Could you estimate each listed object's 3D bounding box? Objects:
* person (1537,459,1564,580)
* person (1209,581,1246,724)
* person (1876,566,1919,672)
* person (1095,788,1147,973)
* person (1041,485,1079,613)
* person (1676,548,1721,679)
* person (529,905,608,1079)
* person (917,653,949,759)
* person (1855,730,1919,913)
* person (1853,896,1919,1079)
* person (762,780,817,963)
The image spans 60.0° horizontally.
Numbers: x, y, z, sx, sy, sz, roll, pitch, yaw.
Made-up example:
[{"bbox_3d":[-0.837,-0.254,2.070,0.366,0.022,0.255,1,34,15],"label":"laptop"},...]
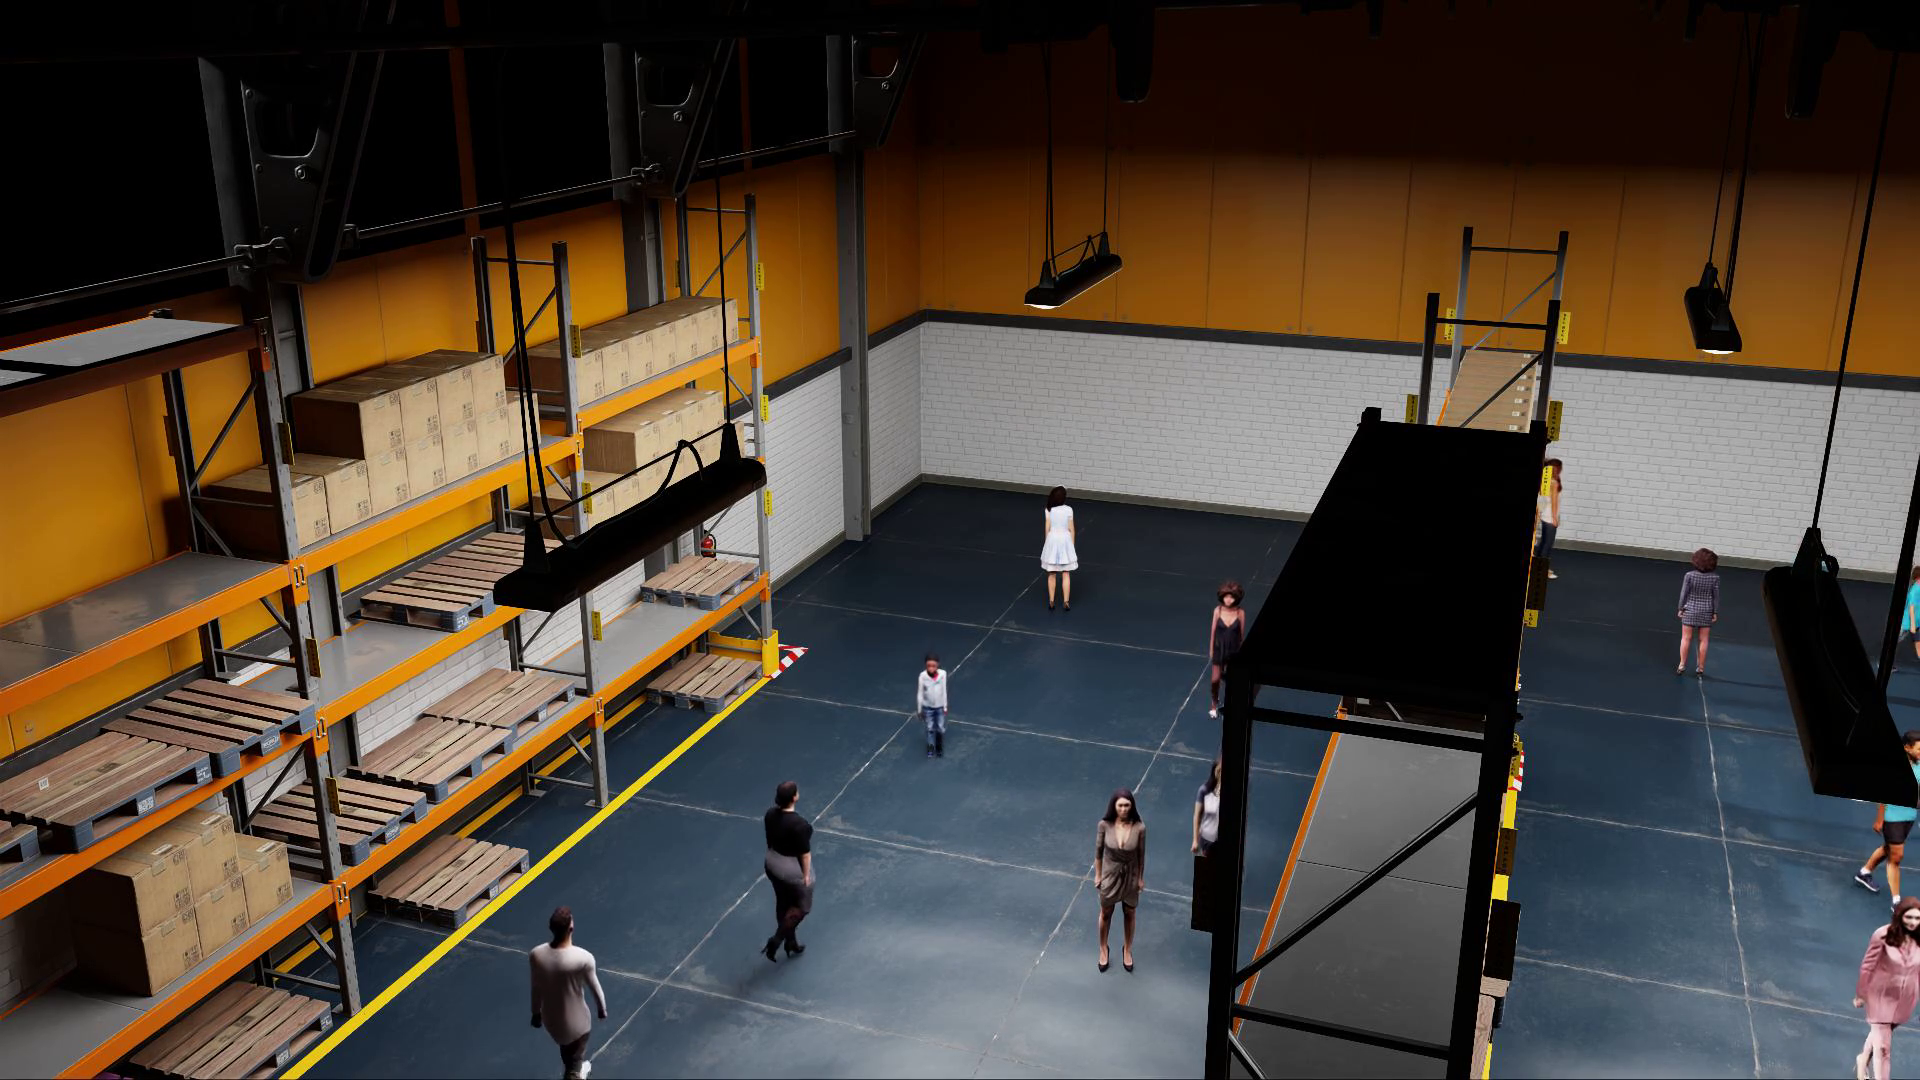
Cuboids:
[{"bbox_3d":[8.614,-0.329,24.389,0.709,1.784,0.553,3,19,8],"label":"person"},{"bbox_3d":[3.148,1.302,19.555,0.614,1.780,0.671,2,19,7],"label":"person"},{"bbox_3d":[11.931,1.005,21.009,0.957,1.414,0.904,-15,24,-37],"label":"person"},{"bbox_3d":[1.403,2.977,14.632,0.641,1.747,0.595,1,19,4],"label":"person"},{"bbox_3d":[1.376,0.121,23.000,0.731,1.818,0.756,4,19,11],"label":"person"},{"bbox_3d":[9.242,0.915,20.827,0.605,1.702,0.531,7,20,20],"label":"person"},{"bbox_3d":[-2.997,3.644,12.545,0.782,1.815,1.008,4,19,11],"label":"person"},{"bbox_3d":[-0.296,1.839,18.793,0.568,1.248,0.602,0,19,0],"label":"person"},{"bbox_3d":[8.822,2.600,15.749,1.000,1.748,1.104,-6,20,-17],"label":"person"},{"bbox_3d":[7.216,3.538,12.946,0.799,1.760,1.142,2,19,7],"label":"person"},{"bbox_3d":[-1.561,2.967,14.660,0.822,1.748,0.967,15,24,37],"label":"person"}]
